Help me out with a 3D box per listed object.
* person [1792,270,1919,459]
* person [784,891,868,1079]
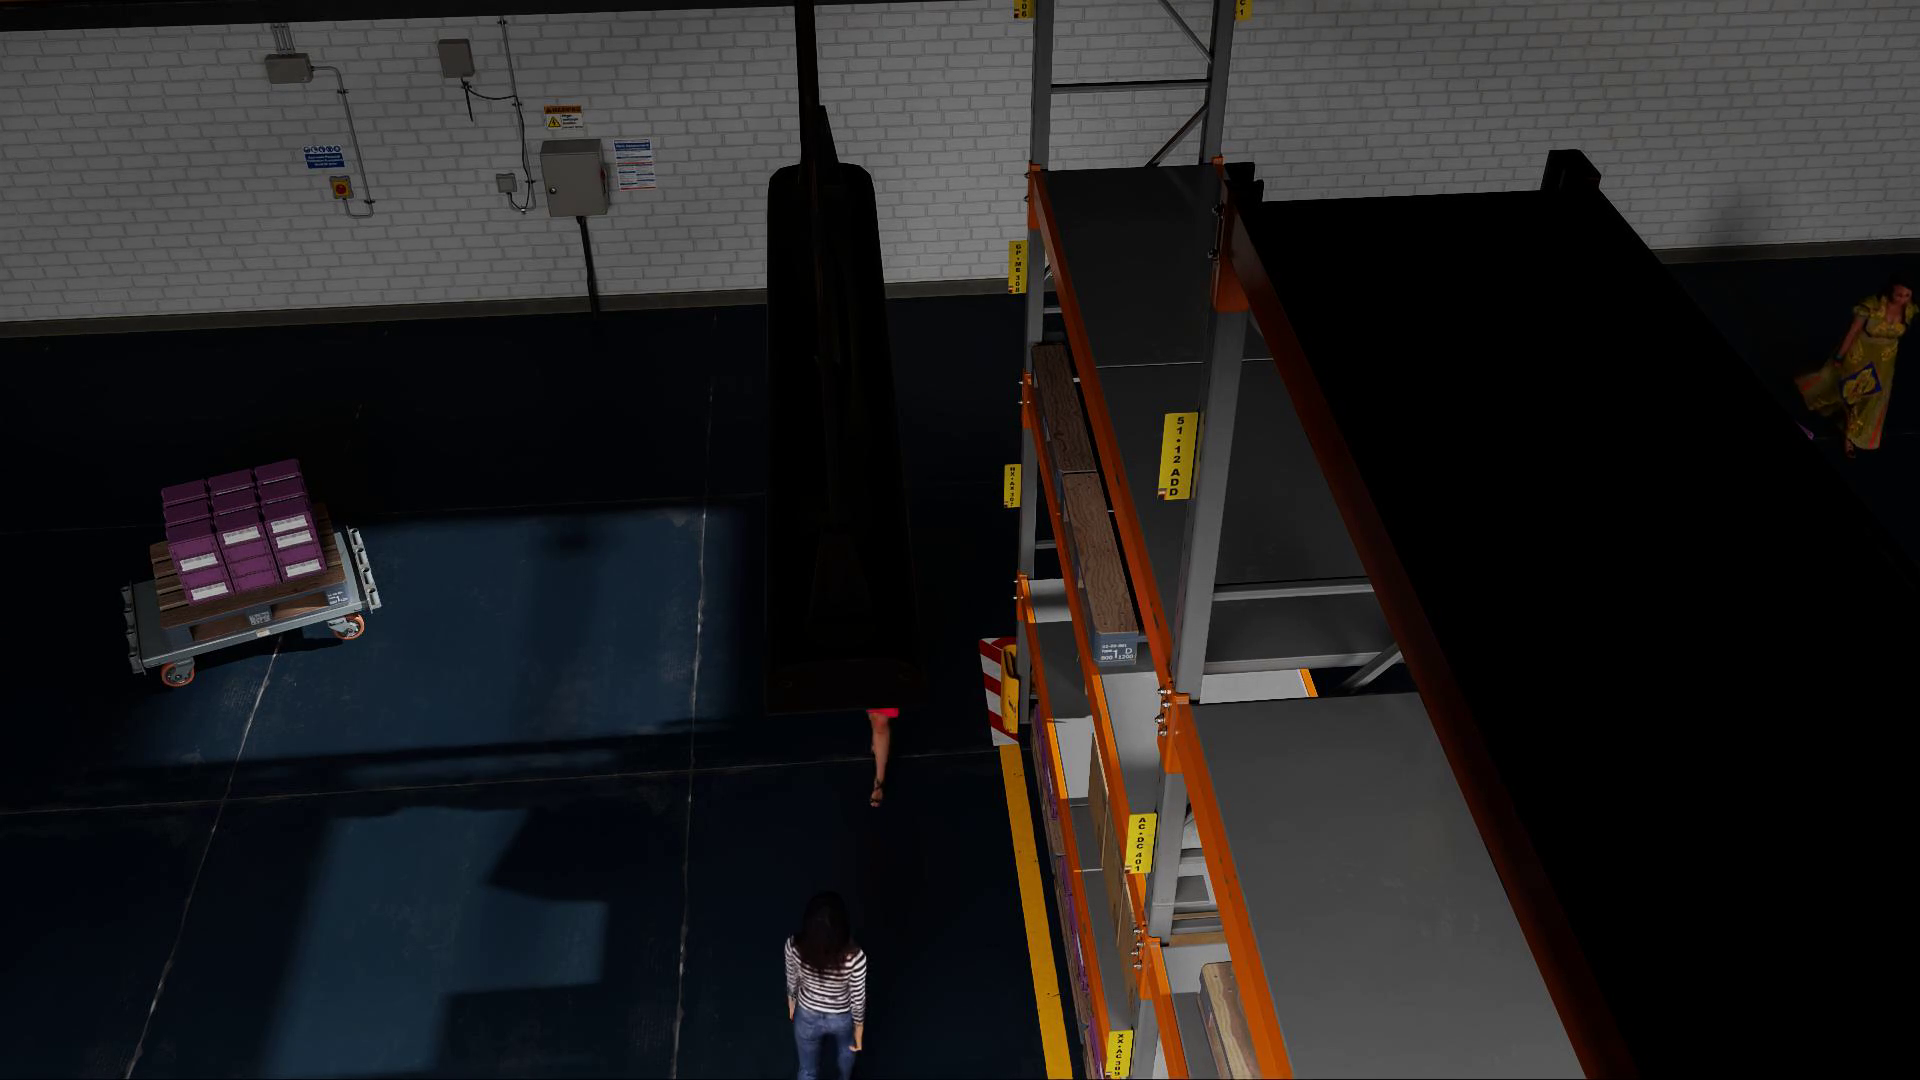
[{"bbox_3d":[7.302,-1.531,13.479,0.784,1.607,1.182,1,39,1],"label":"person"},{"bbox_3d":[-0.684,2.489,8.320,0.741,1.765,1.117,4,39,6],"label":"person"}]
